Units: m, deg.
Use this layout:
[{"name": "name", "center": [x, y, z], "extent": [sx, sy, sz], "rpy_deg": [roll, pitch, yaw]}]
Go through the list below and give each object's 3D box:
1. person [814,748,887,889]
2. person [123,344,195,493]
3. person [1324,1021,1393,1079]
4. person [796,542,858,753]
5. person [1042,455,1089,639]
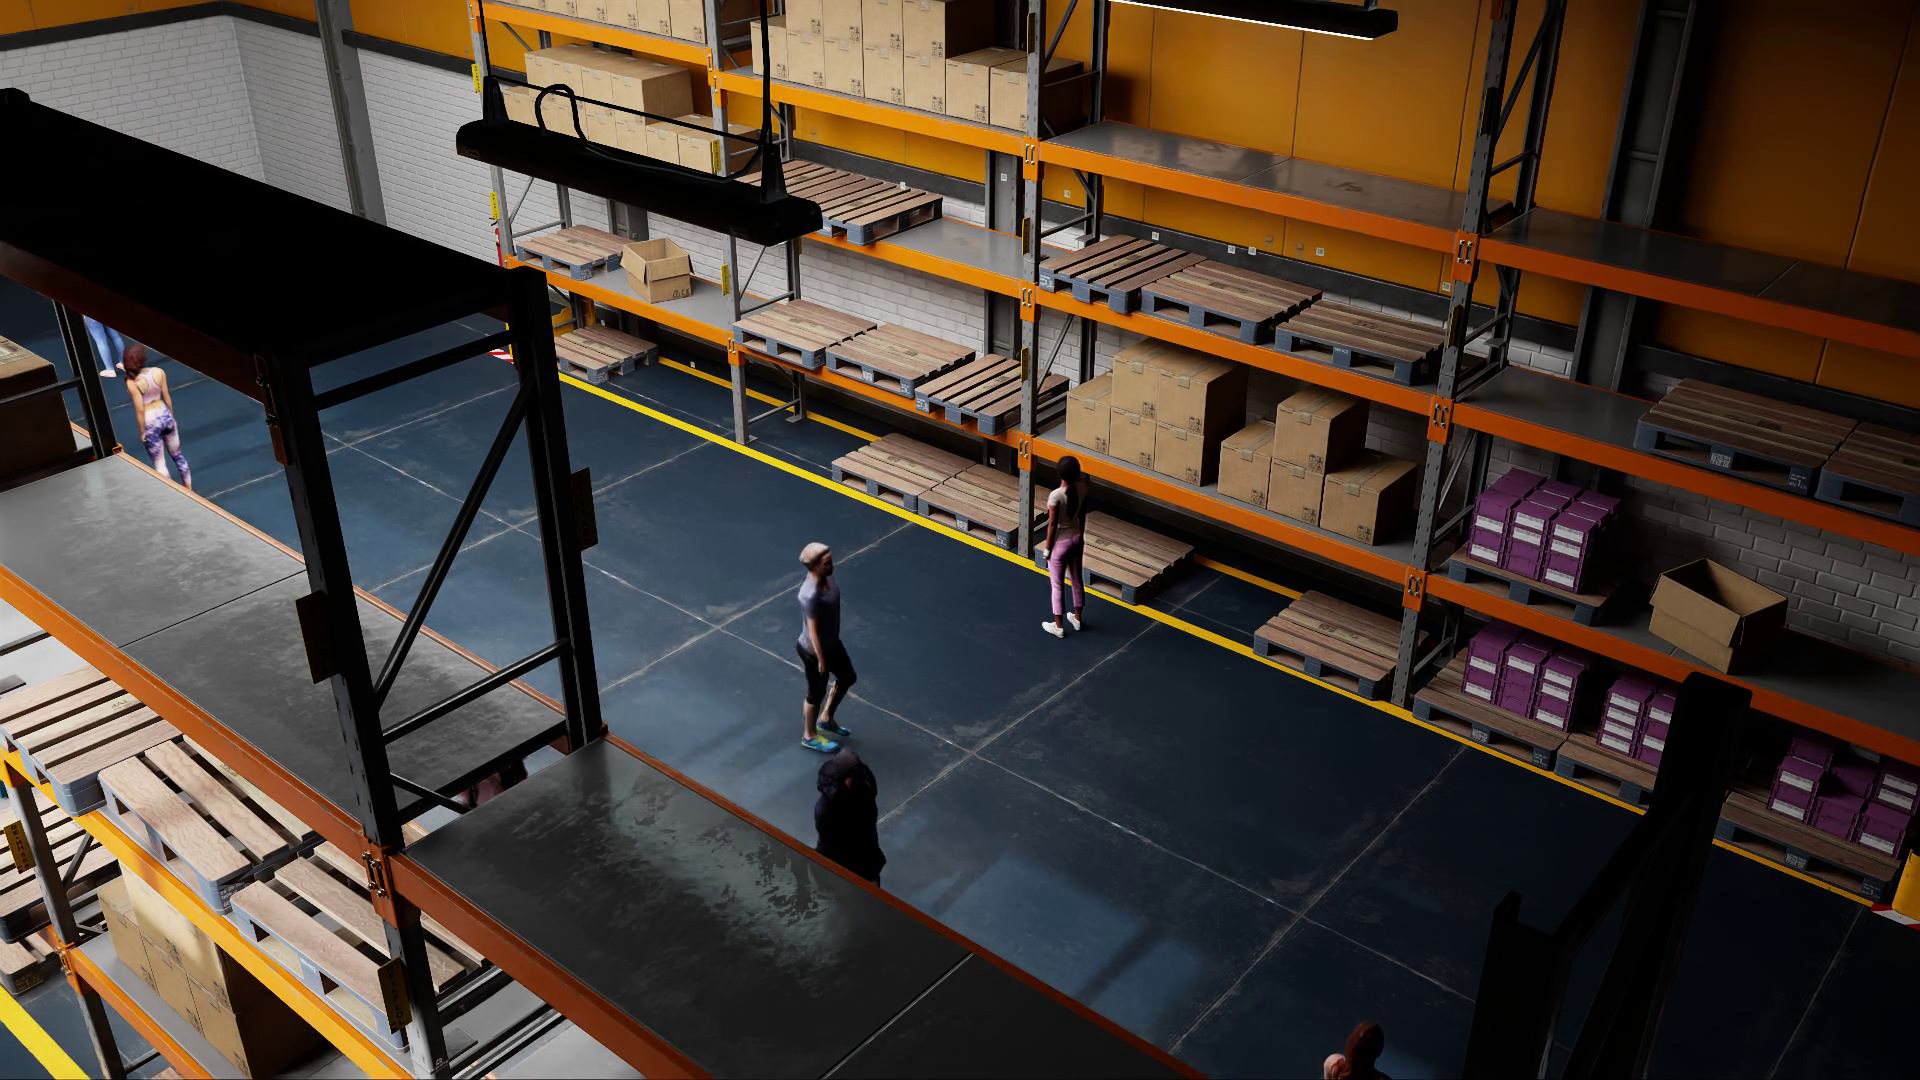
[{"name": "person", "center": [-0.806, 2.058, 11.041], "extent": [0.913, 1.652, 0.661], "rpy_deg": [22, 35, 34]}, {"name": "person", "center": [-8.110, -1.156, 16.812], "extent": [0.597, 1.767, 0.643], "rpy_deg": [14, 32, 24]}, {"name": "person", "center": [2.085, 3.221, 8.816], "extent": [0.457, 1.740, 0.641], "rpy_deg": [21, 35, 34]}, {"name": "person", "center": [-1.176, 0.835, 13.055], "extent": [0.816, 1.869, 0.801], "rpy_deg": [7, 29, 12]}, {"name": "person", "center": [0.929, 0.041, 14.644], "extent": [0.636, 1.741, 0.595], "rpy_deg": [-18, 34, -30]}]
